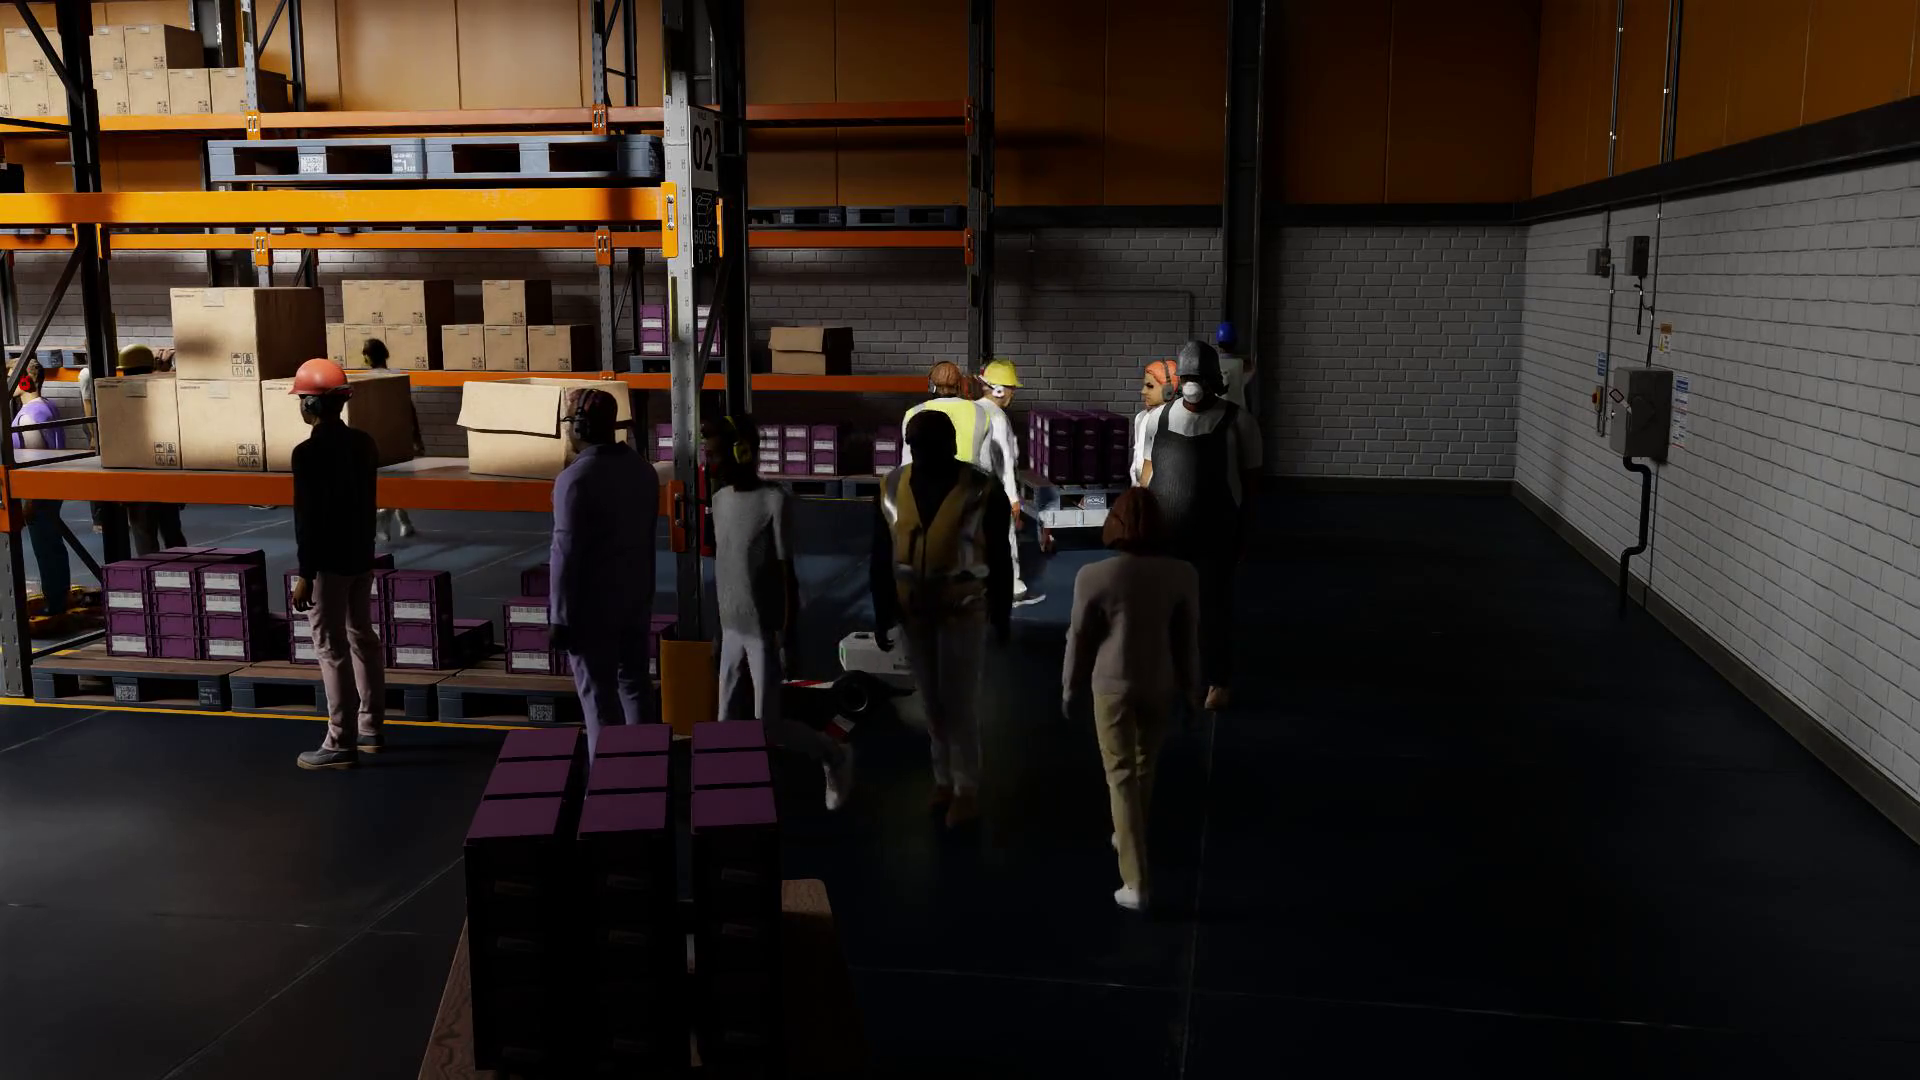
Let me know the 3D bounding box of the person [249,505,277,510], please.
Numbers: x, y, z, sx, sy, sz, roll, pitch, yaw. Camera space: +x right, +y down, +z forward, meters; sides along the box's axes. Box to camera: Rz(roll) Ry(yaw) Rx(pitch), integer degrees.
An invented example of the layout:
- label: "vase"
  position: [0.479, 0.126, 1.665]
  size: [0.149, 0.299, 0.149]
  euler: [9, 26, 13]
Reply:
- label: "person"
  position: [-7.116, -1.224, 16.944]
  size: [0.404, 1.823, 0.599]
  euler: [-1, 9, -3]

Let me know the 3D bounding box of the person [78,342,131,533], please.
- label: "person"
  position: [-7.908, -0.981, 15.375]
  size: [0.332, 1.844, 0.516]
  euler: [-1, 9, -5]

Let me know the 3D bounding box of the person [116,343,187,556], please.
- label: "person"
  position: [-5.537, -0.372, 11.341]
  size: [0.385, 1.925, 0.591]
  euler: [4, 10, 23]

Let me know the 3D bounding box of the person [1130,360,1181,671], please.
- label: "person"
  position: [1.238, -0.147, 10.085]
  size: [0.360, 1.882, 0.575]
  euler: [-7, 11, -35]

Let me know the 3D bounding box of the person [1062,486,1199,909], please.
- label: "person"
  position: [0.662, 0.581, 6.484]
  size: [0.513, 1.587, 0.835]
  euler: [-2, 9, -13]

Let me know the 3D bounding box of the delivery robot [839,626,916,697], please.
- label: "delivery robot"
  position: [-0.283, 0.638, 9.032]
  size: [0.707, 0.478, 0.477]
  euler: [2, 9, 12]

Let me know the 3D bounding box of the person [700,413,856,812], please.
- label: "person"
  position: [-0.808, 0.376, 7.014]
  size: [0.533, 1.834, 0.719]
  euler: [8, 12, 42]

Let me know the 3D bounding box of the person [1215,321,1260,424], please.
- label: "person"
  position: [2.485, -1.051, 15.483]
  size: [0.605, 1.951, 0.380]
  euler: [1, 9, 7]

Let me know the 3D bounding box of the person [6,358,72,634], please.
- label: "person"
  position: [-6.146, -0.298, 11.135]
  size: [0.389, 1.846, 0.566]
  euler: [-3, 10, -19]

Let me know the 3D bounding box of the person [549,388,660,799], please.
- label: "person"
  position: [-1.602, 0.275, 7.419]
  size: [0.398, 1.900, 0.645]
  euler: [4, 10, 25]

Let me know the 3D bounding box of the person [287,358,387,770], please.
- label: "person"
  position: [-3.048, 0.117, 8.100]
  size: [0.384, 1.993, 0.622]
  euler: [2, 9, 11]

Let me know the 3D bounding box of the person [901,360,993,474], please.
- label: "person"
  position: [-0.101, -0.244, 10.816]
  size: [0.634, 1.842, 0.429]
  euler: [-4, 10, -22]

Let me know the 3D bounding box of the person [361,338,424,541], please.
- label: "person"
  position: [-5.153, -0.902, 14.940]
  size: [0.561, 1.826, 0.776]
  euler: [0, 9, 3]

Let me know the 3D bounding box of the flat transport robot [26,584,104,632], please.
- label: "flat transport robot"
  position: [-6.658, 0.435, 11.460]
  size: [1.431, 0.197, 0.652]
  euler: [3, 10, 18]

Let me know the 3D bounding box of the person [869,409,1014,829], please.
- label: "person"
  position: [-0.112, 0.341, 7.261]
  size: [0.628, 1.815, 0.637]
  euler: [3, 10, 20]

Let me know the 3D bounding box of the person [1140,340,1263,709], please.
- label: "person"
  position: [1.288, -0.082, 9.192]
  size: [0.675, 2.000, 0.536]
  euler: [4, 10, 25]

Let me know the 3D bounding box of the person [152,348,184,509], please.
- label: "person"
  position: [-8.086, -1.121, 16.885]
  size: [0.309, 1.639, 0.514]
  euler: [-3, 10, -20]

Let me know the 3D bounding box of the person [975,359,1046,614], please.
- label: "person"
  position: [0.331, -0.361, 11.674]
  size: [0.806, 1.797, 0.608]
  euler: [-2, 9, -13]
